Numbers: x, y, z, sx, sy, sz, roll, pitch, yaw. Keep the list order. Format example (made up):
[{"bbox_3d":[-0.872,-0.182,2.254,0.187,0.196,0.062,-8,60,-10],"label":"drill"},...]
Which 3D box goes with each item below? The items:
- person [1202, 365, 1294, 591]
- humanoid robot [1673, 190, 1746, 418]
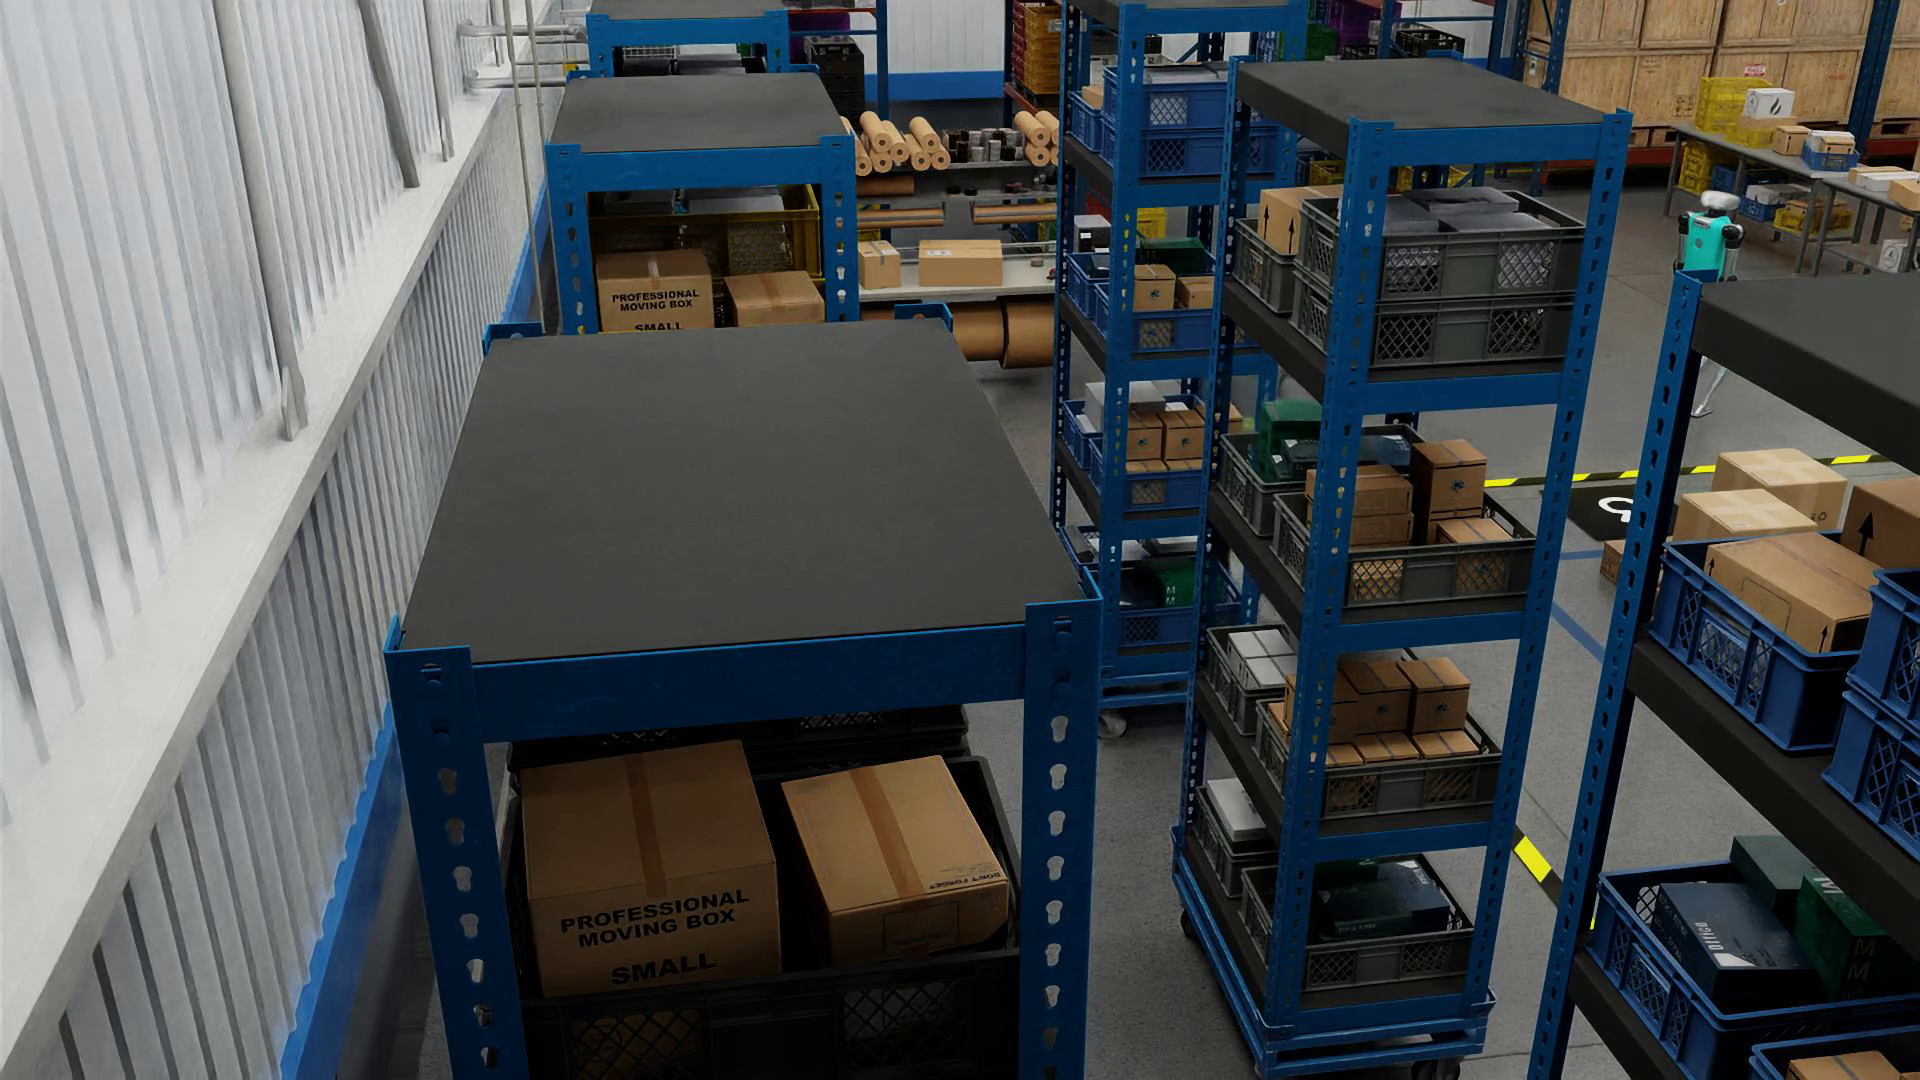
[{"bbox_3d":[1.607,-0.532,9.575,0.607,1.838,0.504,-1,25,-3],"label":"person"},{"bbox_3d":[5.558,-1.738,12.163,0.735,1.673,0.533,-11,27,-23],"label":"humanoid robot"}]
